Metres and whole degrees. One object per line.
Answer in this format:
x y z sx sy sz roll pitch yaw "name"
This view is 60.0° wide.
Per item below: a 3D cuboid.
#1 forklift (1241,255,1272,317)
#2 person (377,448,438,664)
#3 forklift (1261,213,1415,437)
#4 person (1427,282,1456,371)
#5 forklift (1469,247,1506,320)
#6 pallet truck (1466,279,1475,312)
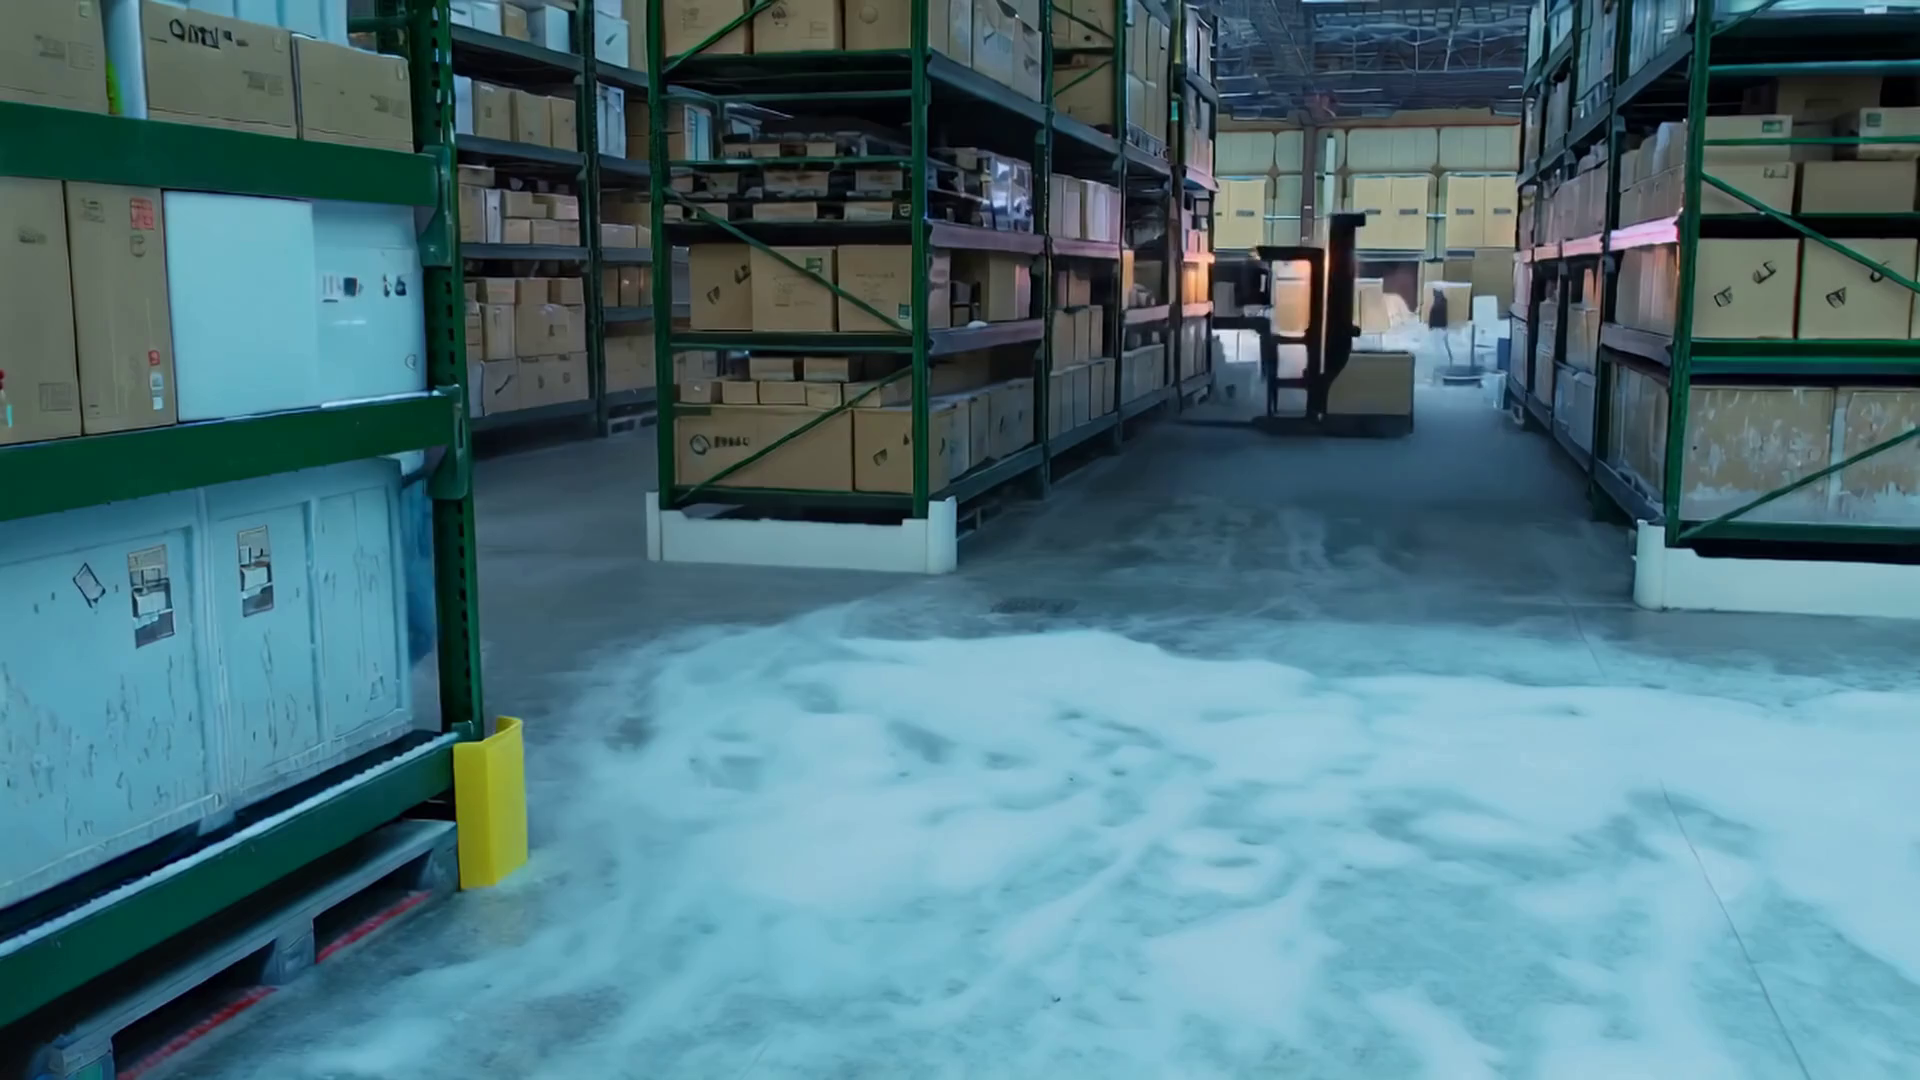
10.551 -8.662 58.805 1.129 2.768 1.873 2 9 15 "forklift"
-2.436 0.115 7.033 0.459 1.615 0.514 4 10 26 "person"
4.890 -2.761 21.315 1.873 2.768 1.129 2 9 15 "forklift"
10.407 -4.659 36.343 1.026 1.938 0.643 0 9 2 "person"
13.730 -6.220 43.289 1.873 2.768 1.129 -3 9 -17 "forklift"
18.896 -8.459 60.307 1.885 1.965 0.823 5 10 31 "pallet truck"
